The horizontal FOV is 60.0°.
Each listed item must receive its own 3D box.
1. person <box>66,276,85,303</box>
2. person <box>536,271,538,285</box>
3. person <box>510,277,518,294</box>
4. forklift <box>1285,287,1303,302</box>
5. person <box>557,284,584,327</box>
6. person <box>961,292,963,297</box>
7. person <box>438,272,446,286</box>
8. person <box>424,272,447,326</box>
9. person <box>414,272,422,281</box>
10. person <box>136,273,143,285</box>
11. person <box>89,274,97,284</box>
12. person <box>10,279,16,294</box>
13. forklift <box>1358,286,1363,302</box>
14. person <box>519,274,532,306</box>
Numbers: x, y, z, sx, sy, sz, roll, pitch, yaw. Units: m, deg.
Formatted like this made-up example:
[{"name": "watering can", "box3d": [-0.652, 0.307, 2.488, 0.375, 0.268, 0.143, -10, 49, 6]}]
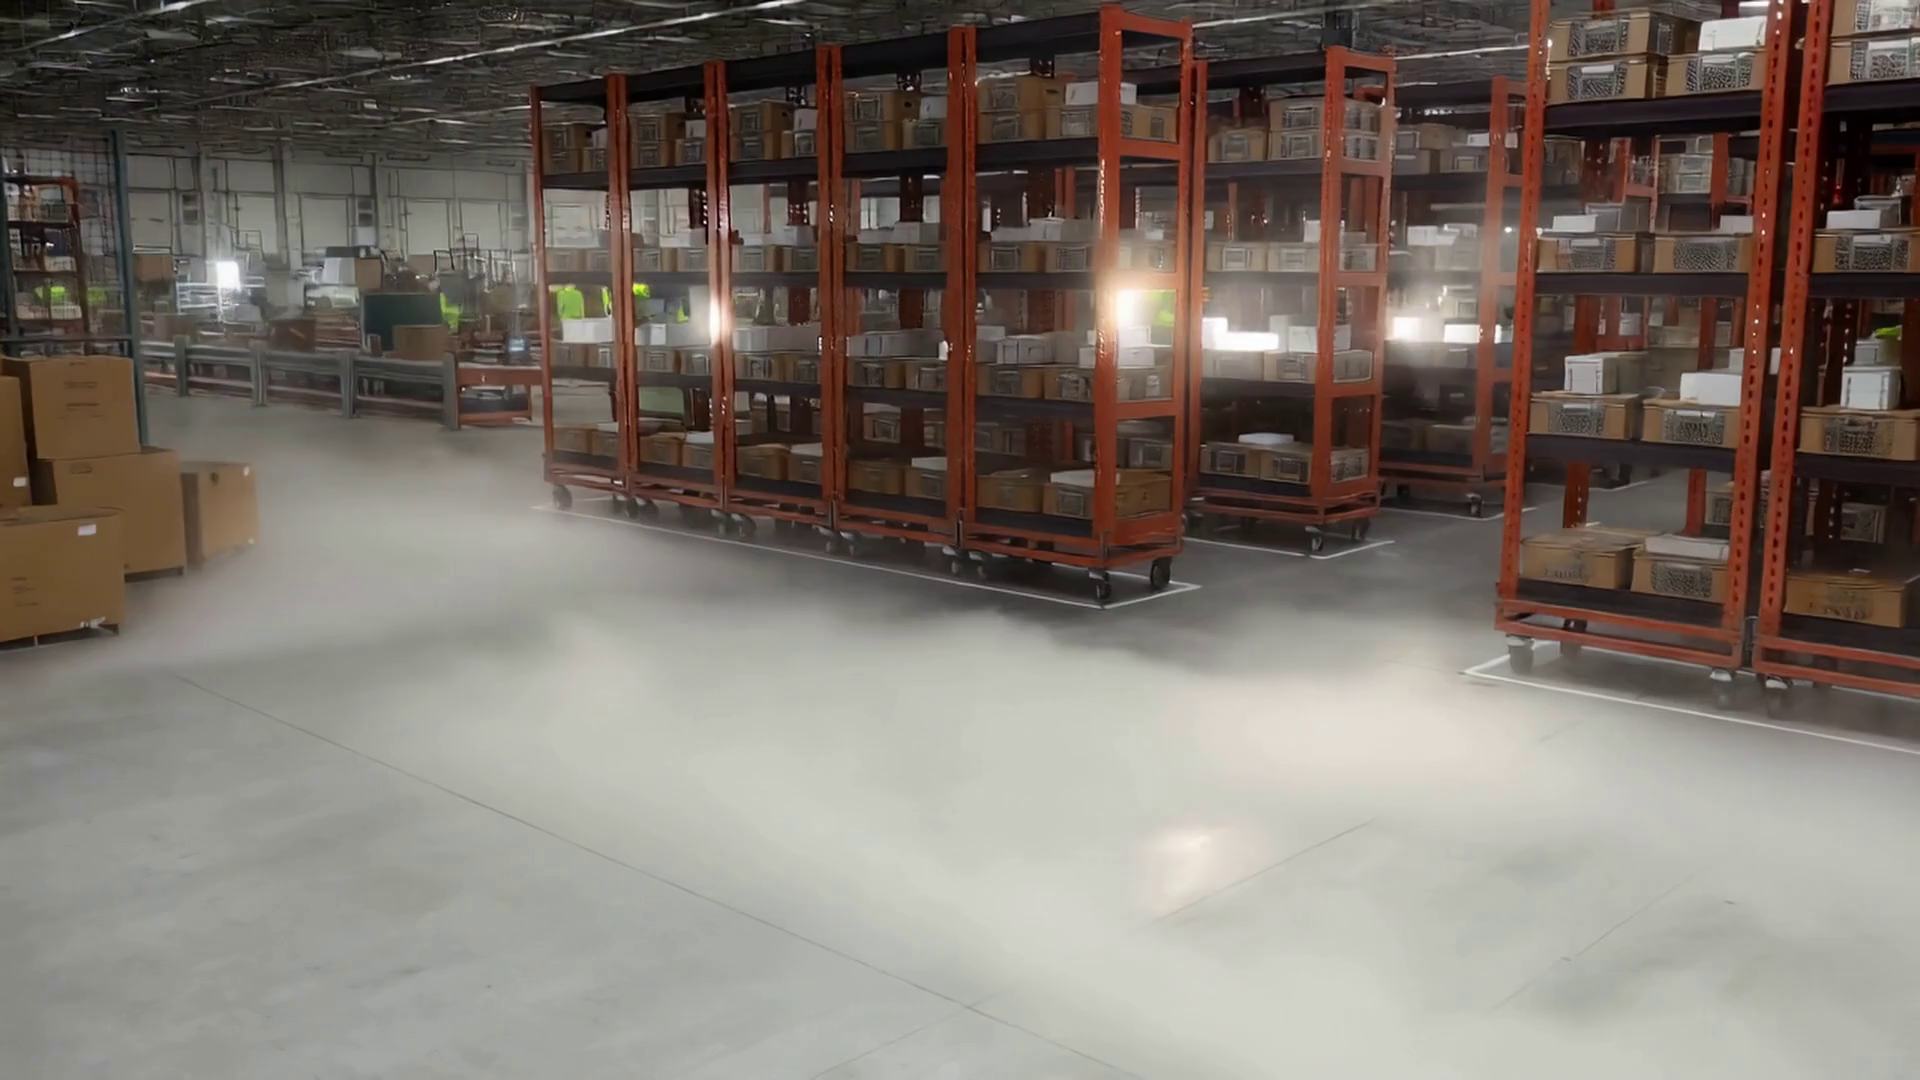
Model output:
[{"name": "person", "box3d": [-29.191, -7.861, 54.948, 0.605, 1.962, 0.373, -4, 10, -25]}, {"name": "person", "box3d": [-21.735, -13.002, 86.228, 0.698, 2.000, 0.692, -5, 10, -26]}, {"name": "person", "box3d": [-16.892, -9.043, 62.840, 0.579, 1.746, 0.531, -9, 13, -44]}, {"name": "forklift", "box3d": [10.769, -8.203, 54.240, 1.129, 2.768, 1.873, 8, 12, 42]}, {"name": "person", "box3d": [-8.862, -5.061, 37.987, 0.665, 1.890, 0.421, -7, 12, -38]}, {"name": "person", "box3d": [-0.053, -8.044, 56.251, 0.787, 1.900, 0.568, 7, 12, 38]}, {"name": "person", "box3d": [-26.406, -12.741, 85.030, 0.656, 1.900, 0.907, -7, 12, -38]}, {"name": "person", "box3d": [-10.874, -4.586, 34.734, 0.611, 2.011, 0.965, 5, 11, 29]}, {"name": "person", "box3d": [-28.394, -13.119, 87.359, 0.642, 1.905, 0.602, 1, 9, 6]}, {"name": "person", "box3d": [-42.595, -12.933, 86.421, 0.631, 1.842, 0.429, 6, 11, 31]}, {"name": "person", "box3d": [-40.319, -11.434, 77.301, 0.980, 1.823, 0.512, -1, 9, -4]}, {"name": "person", "box3d": [-36.954, -9.369, 64.865, 0.304, 1.745, 0.483, -2, 9, -12]}, {"name": "forklift", "box3d": [11.100, -7.017, 46.970, 1.873, 2.768, 1.129, 9, 13, 43]}, {"name": "person", "box3d": [-17.522, -9.783, 67.010, 0.507, 1.875, 0.329, -6, 11, -33]}]
